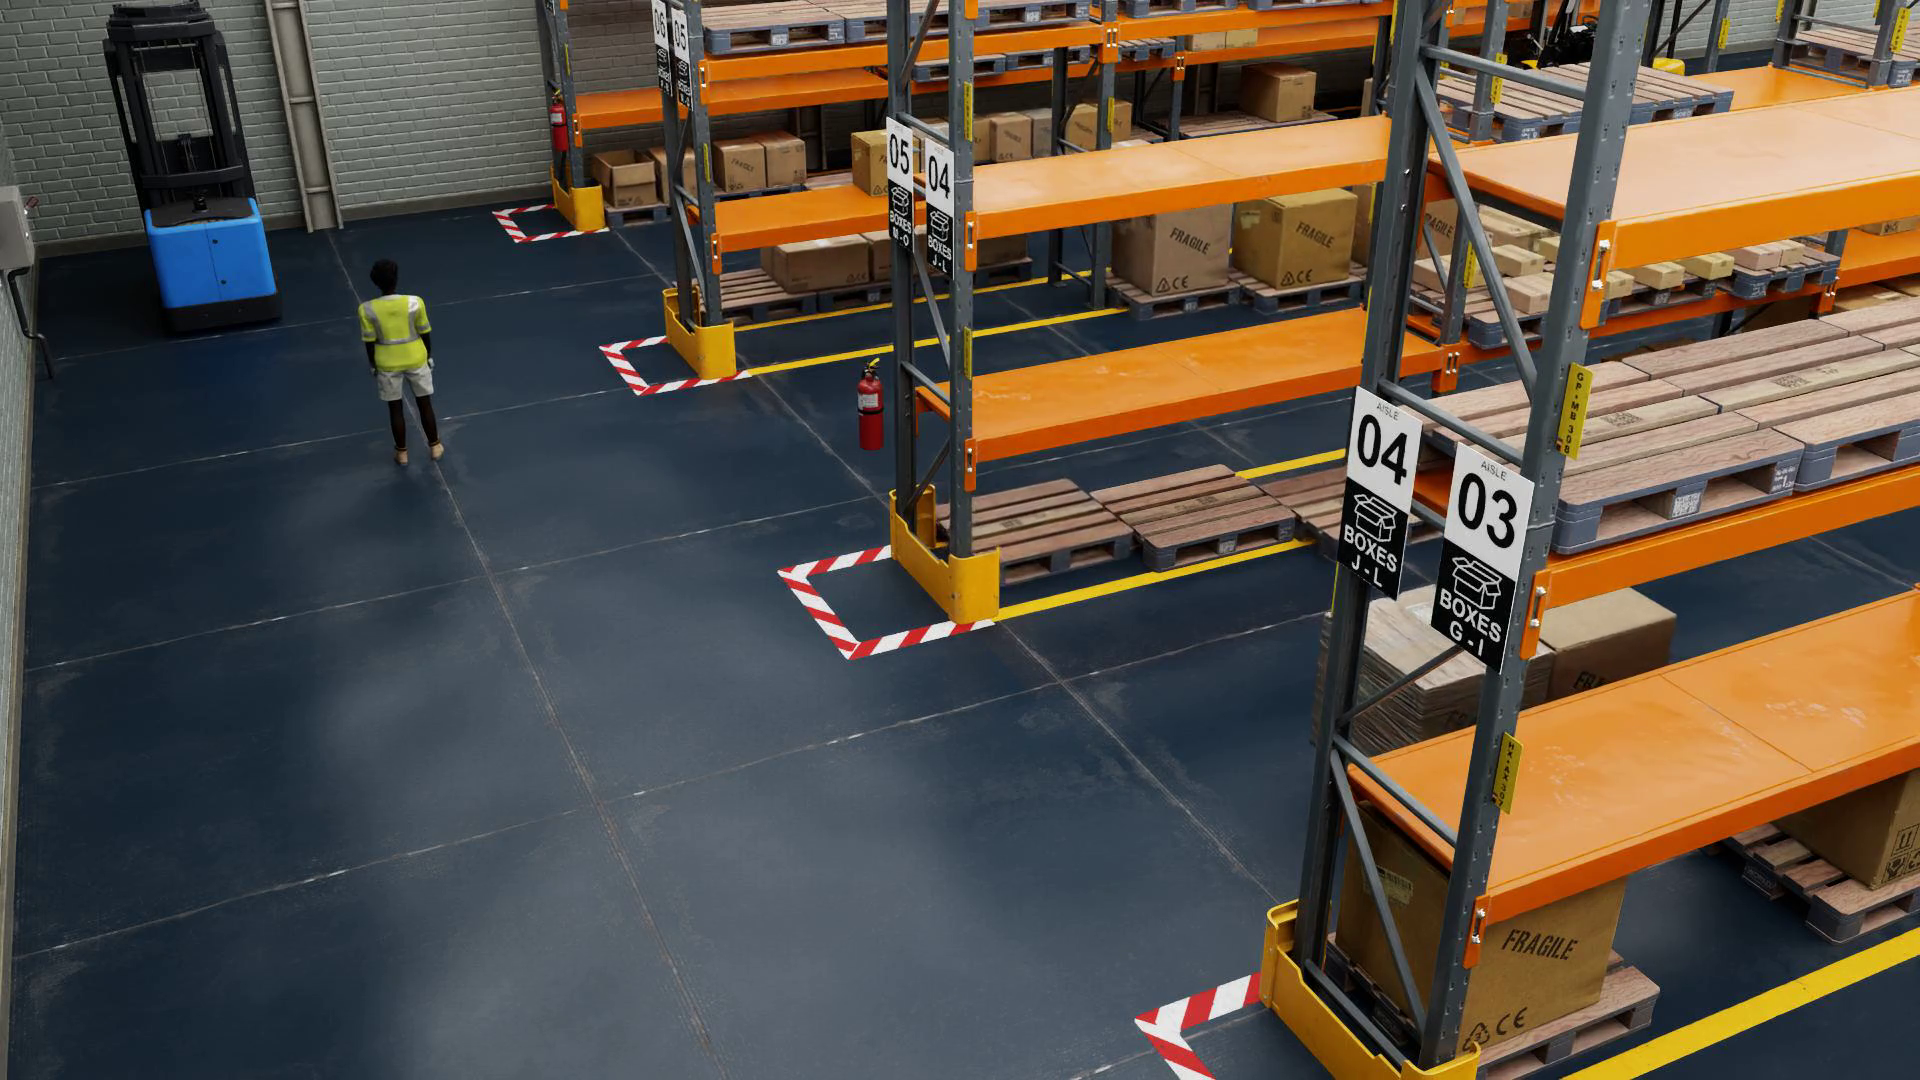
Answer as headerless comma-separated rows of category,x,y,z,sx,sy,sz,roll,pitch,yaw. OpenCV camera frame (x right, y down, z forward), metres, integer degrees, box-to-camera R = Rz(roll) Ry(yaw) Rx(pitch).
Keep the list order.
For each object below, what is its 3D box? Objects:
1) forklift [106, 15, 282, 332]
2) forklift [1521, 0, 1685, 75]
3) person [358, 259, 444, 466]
forklift,-7.548,-3.672,16.323,1.129,2.768,1.873,-12,30,-22
forklift,8.950,-6.807,23.056,1.214,2.155,2.313,-12,30,-22
person,-4.450,-1.408,13.250,0.530,1.692,0.321,-10,29,-18
